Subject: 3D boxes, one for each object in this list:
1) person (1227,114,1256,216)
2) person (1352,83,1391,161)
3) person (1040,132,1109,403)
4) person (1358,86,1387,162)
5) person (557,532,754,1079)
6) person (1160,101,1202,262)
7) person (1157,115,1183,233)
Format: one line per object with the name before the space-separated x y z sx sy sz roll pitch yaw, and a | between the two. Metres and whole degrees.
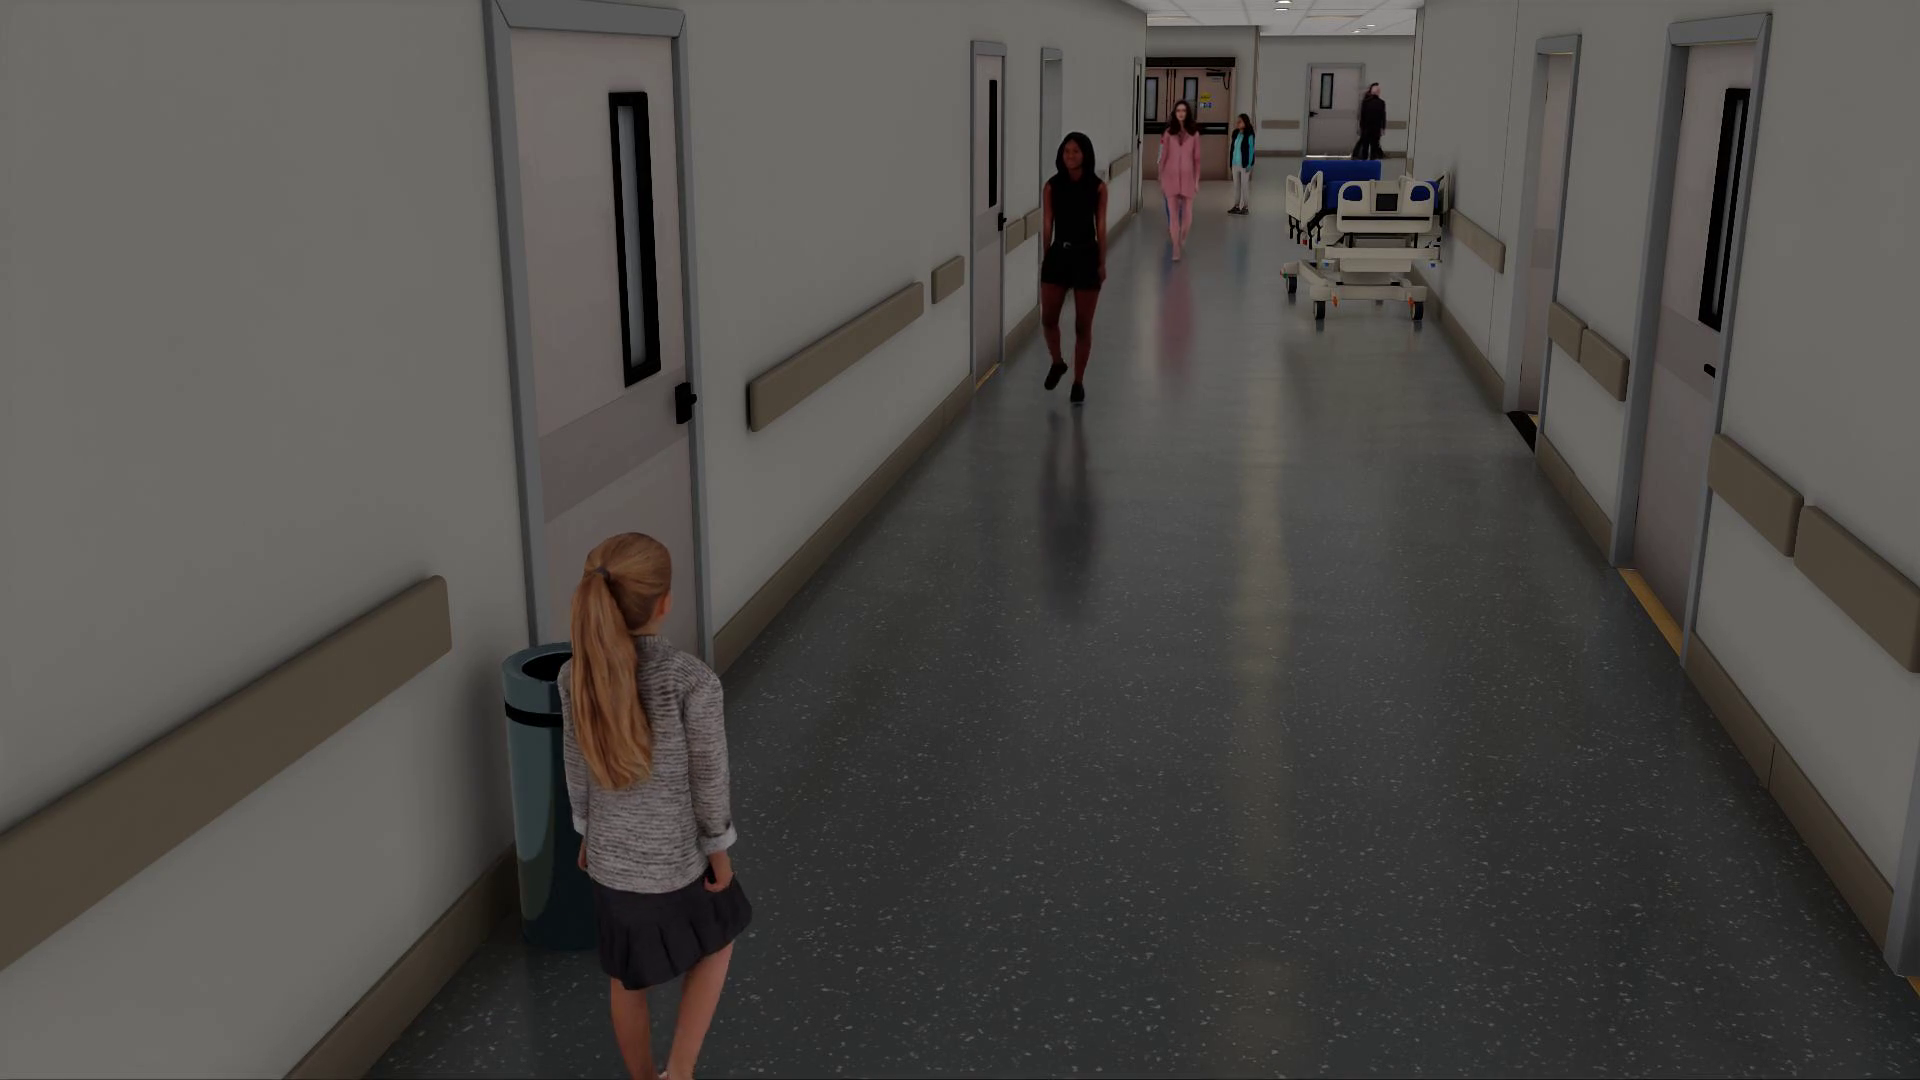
person | 4.310 -5.744 25.409 0.746 1.499 0.682 -12 20 -36
person | 9.920 -10.143 40.450 1.256 1.804 0.966 -1 16 -4
person | 0.763 -1.780 10.921 0.550 1.732 0.641 3 16 10
person | 8.574 -8.523 34.683 0.821 1.815 0.842 6 17 20
person | -0.626 0.614 3.262 0.483 1.271 0.579 4 16 13
person | 2.526 -4.113 19.094 0.801 1.787 0.665 3 16 10
person | 2.870 -4.879 22.212 0.999 1.568 0.666 3 16 9
